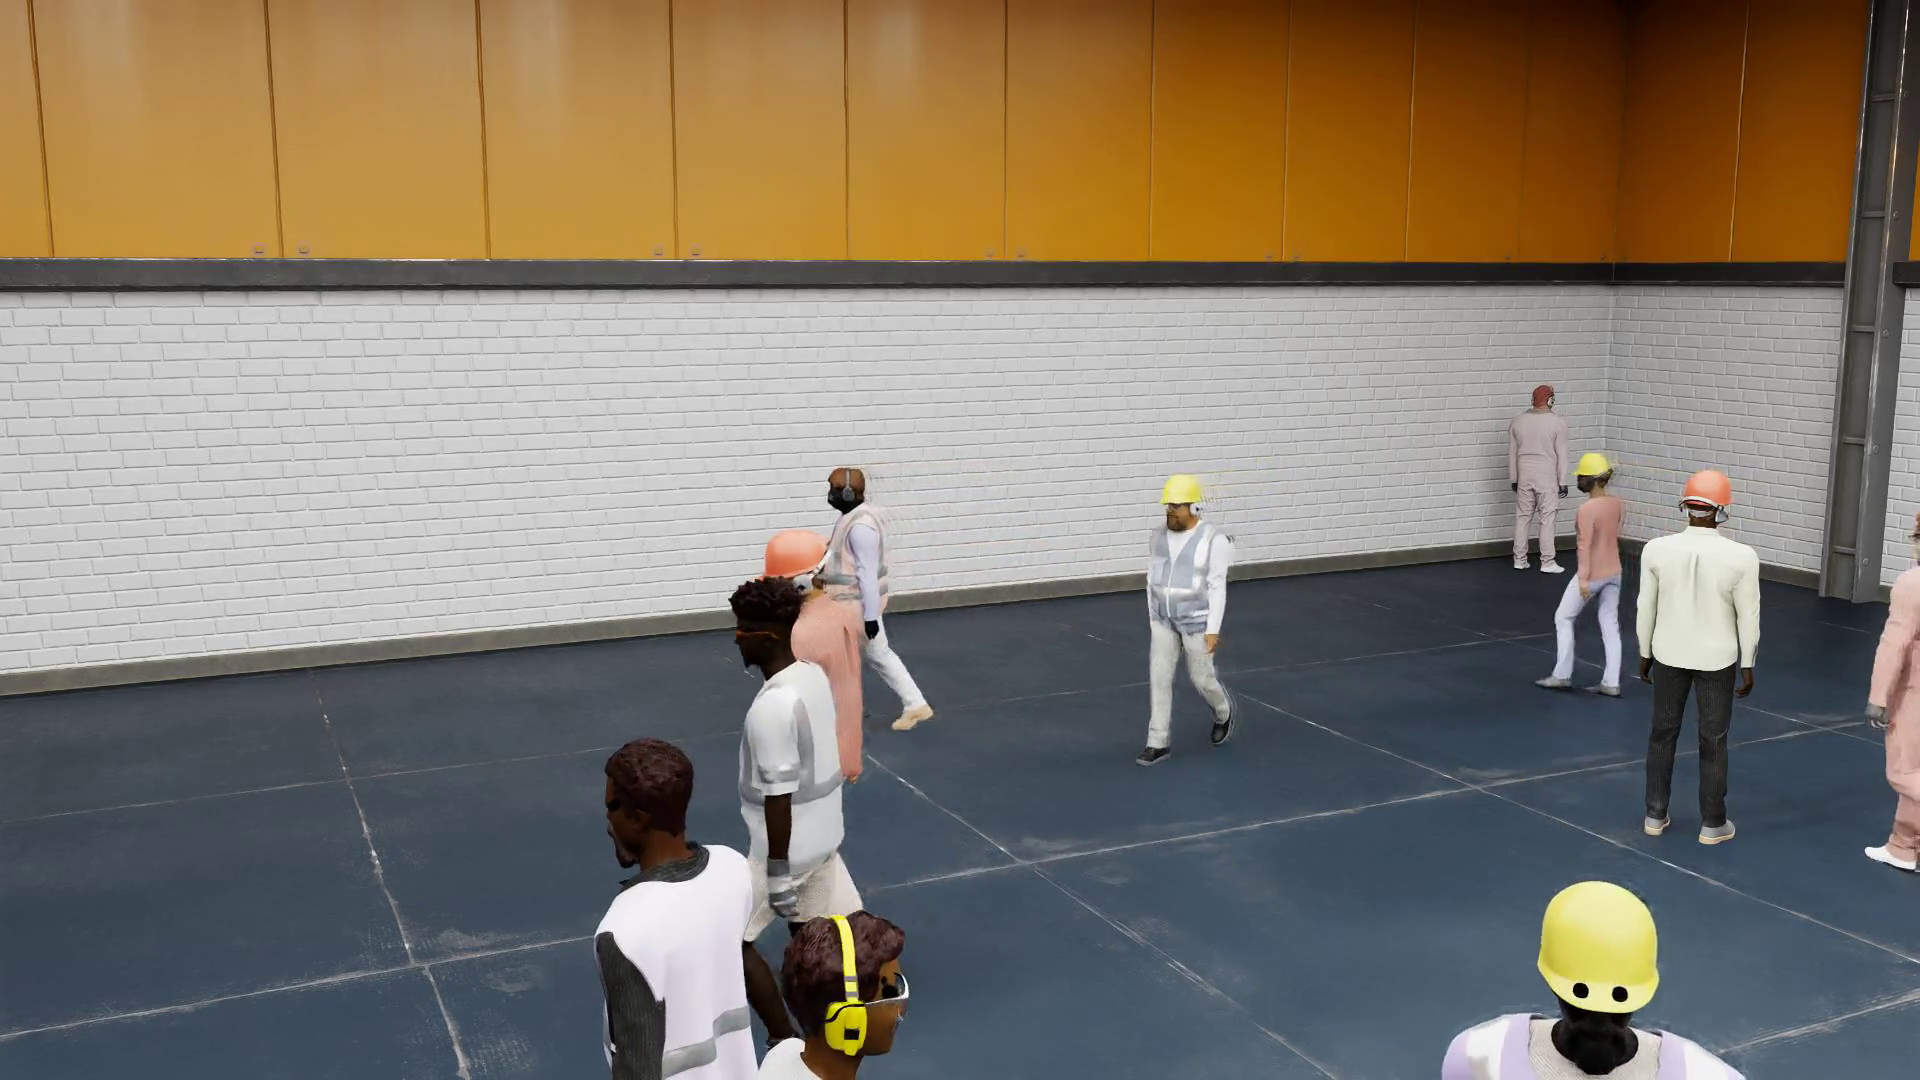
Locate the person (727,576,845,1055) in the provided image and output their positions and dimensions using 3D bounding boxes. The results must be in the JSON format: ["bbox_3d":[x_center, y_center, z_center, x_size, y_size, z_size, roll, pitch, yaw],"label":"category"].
[{"bbox_3d":[-0.653,1.092,6.083,0.468,1.949,0.619,3,10,16],"label":"person"}]

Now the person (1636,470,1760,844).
[{"bbox_3d":[3.922,0.620,8.862,0.613,1.994,0.382,7,11,35],"label":"person"}]

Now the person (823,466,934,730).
[{"bbox_3d":[-0.622,0.407,10.824,0.966,1.801,0.640,-1,9,-7],"label":"person"}]

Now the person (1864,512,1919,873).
[{"bbox_3d":[4.854,0.794,8.172,0.698,1.872,0.750,-4,10,-22],"label":"person"}]

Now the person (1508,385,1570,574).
[{"bbox_3d":[5.866,-0.614,16.816,0.407,1.903,0.639,-8,12,-42],"label":"person"}]

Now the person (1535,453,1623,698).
[{"bbox_3d":[4.494,0.246,11.949,0.539,1.744,0.680,-6,11,-34],"label":"person"}]

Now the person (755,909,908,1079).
[{"bbox_3d":[-0.257,1.606,3.186,0.329,1.861,0.507,-3,10,-18],"label":"person"}]

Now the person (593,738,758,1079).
[{"bbox_3d":[-0.687,1.426,4.110,0.372,1.914,0.597,3,10,18],"label":"person"}]

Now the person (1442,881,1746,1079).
[{"bbox_3d":[1.226,1.584,3.248,0.607,1.879,0.992,3,10,19],"label":"person"}]

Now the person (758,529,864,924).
[{"bbox_3d":[-0.630,0.923,7.063,0.444,1.963,0.639,2,9,13],"label":"person"}]

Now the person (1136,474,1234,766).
[{"bbox_3d":[1.426,0.476,10.358,0.601,1.806,0.776,7,12,37],"label":"person"}]
